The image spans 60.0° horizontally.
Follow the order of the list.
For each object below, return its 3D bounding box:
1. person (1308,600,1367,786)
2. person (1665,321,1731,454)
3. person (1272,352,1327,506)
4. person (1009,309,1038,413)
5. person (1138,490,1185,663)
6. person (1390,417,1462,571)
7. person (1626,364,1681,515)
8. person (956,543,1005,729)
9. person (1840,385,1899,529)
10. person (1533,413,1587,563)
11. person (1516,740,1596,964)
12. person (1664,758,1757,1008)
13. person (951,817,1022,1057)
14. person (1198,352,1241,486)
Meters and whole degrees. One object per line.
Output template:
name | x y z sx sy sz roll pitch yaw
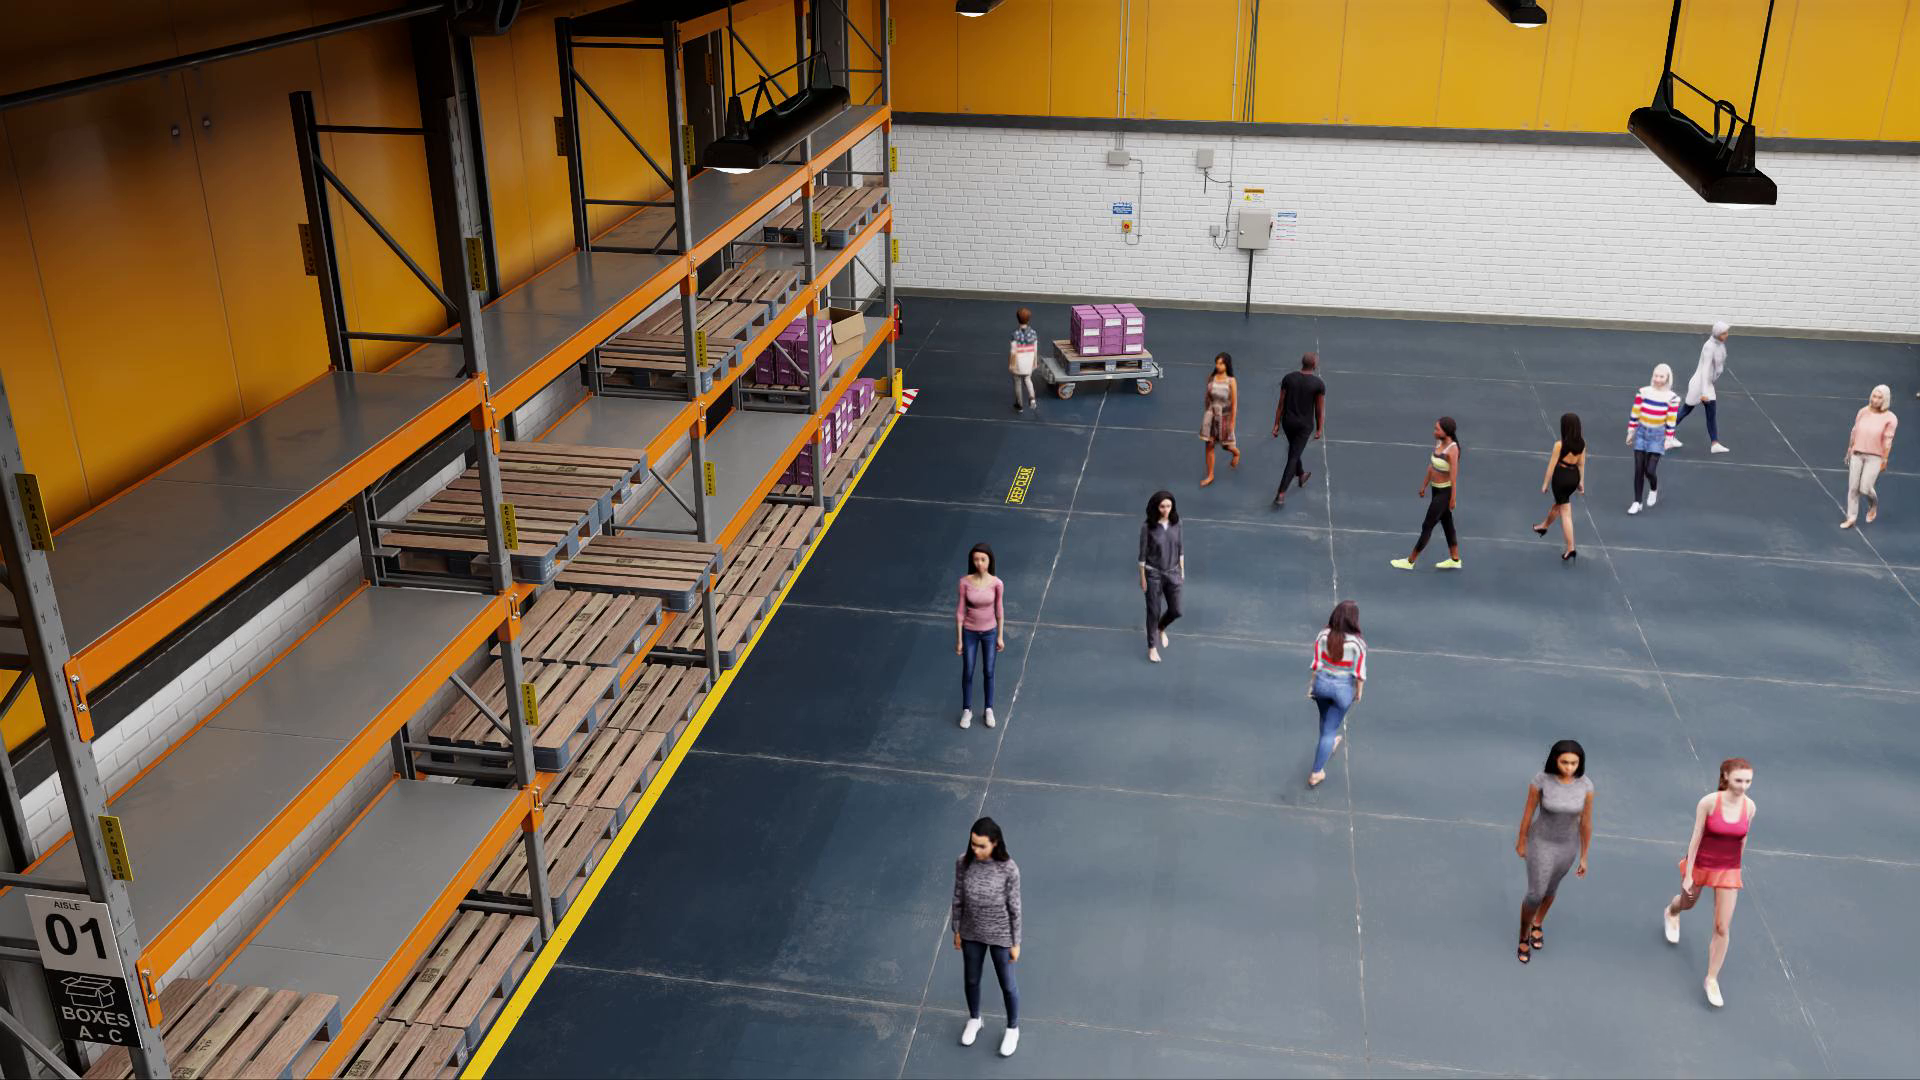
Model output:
person | 3.077 1.297 13.847 0.855 1.568 1.093 14 27 29
person | 9.313 -1.952 21.075 1.140 1.730 1.151 -22 32 -40
person | 3.911 -1.266 19.466 1.070 1.762 1.367 15 28 31
person | 0.877 -2.407 22.490 0.684 1.431 0.758 -10 25 -21
person | 1.891 0.299 15.902 0.748 1.749 0.785 -6 24 -13
person | 5.229 -0.469 17.699 0.815 1.717 1.026 -2 24 -4
person | 8.015 -1.186 19.238 0.829 1.799 0.890 20 31 39
person | 0.178 0.831 14.695 0.607 1.742 0.556 0 24 1
person | 10.315 -0.960 18.825 0.845 1.716 0.786 -15 28 -30
person | 6.588 -0.533 17.996 0.894 1.598 1.148 -7 25 -16
person | 4.143 2.126 11.705 0.615 1.764 0.708 1 24 3
person | 5.168 2.243 11.498 0.551 1.716 1.135 4 24 10
person | 0.193 2.541 10.804 0.654 1.726 0.576 8 25 17
person | 3.189 -1.489 20.148 0.920 1.626 1.075 19 30 37
